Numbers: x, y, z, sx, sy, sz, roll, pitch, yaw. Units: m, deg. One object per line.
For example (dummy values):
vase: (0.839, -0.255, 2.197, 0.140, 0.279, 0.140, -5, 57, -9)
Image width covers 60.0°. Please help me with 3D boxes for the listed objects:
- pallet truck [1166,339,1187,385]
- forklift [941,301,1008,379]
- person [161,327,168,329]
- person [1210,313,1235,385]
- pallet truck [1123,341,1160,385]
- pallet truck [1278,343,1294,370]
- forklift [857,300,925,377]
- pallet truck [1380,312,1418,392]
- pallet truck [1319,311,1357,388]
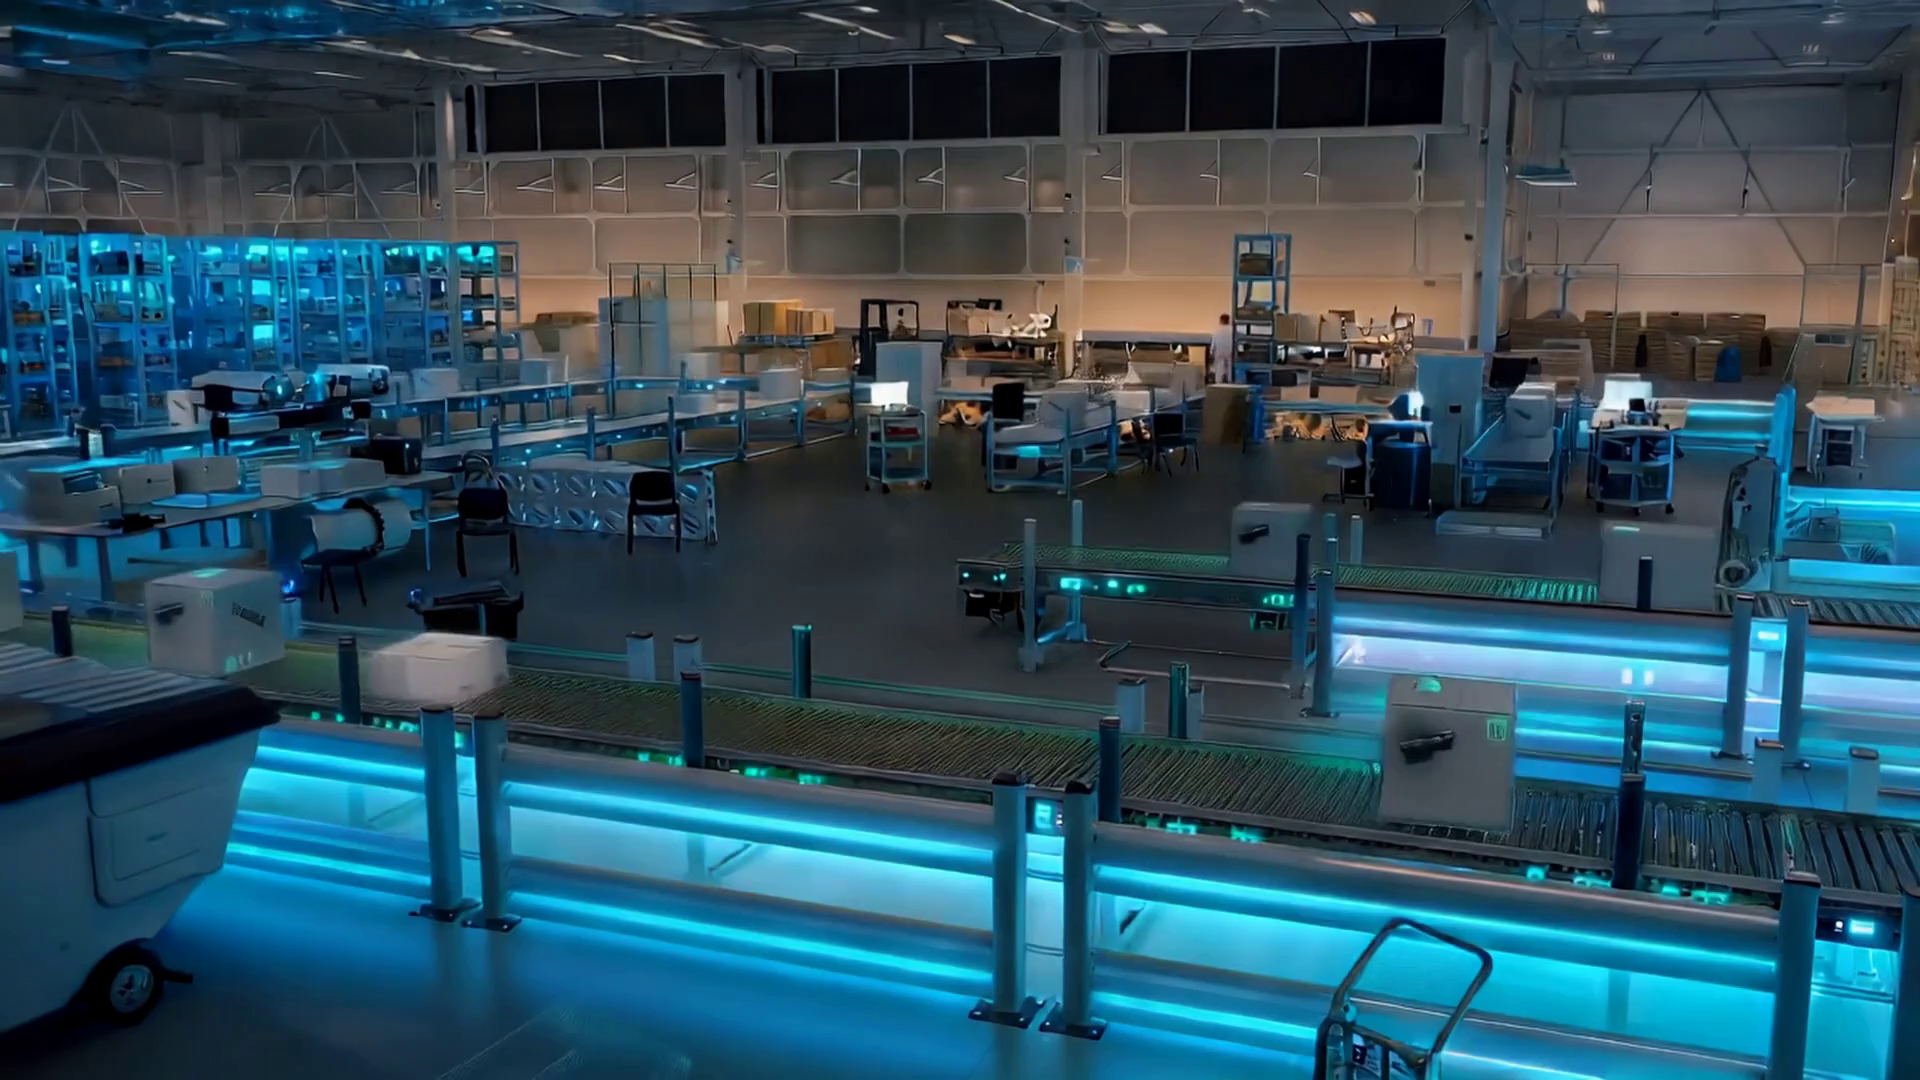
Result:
pallet truck: (5.418, -4.269, 40.420, 0.704, 1.261, 1.522, 3, 10, 20)
forklift: (0.365, -4.966, 41.571, 1.157, 1.987, 2.680, 3, 10, 20)
person: (-17.715, -4.014, 37.237, 0.566, 1.839, 0.383, 7, 12, 38)
person: (6.345, -4.517, 40.067, 0.648, 1.907, 0.405, 0, 9, 0)
pallet truck: (4.445, -4.380, 41.279, 0.680, 1.201, 1.601, 4, 10, 22)
pallet truck: (7.886, -4.163, 39.743, 0.653, 1.274, 1.630, 4, 10, 22)
forklift: (-1.732, -5.109, 42.468, 1.157, 1.987, 2.680, 4, 10, 22)
pallet truck: (10.207, -4.283, 38.369, 0.823, 1.965, 1.885, 3, 10, 20)
pallet truck: (9.071, -4.419, 39.190, 0.823, 1.965, 1.885, 5, 10, 26)
